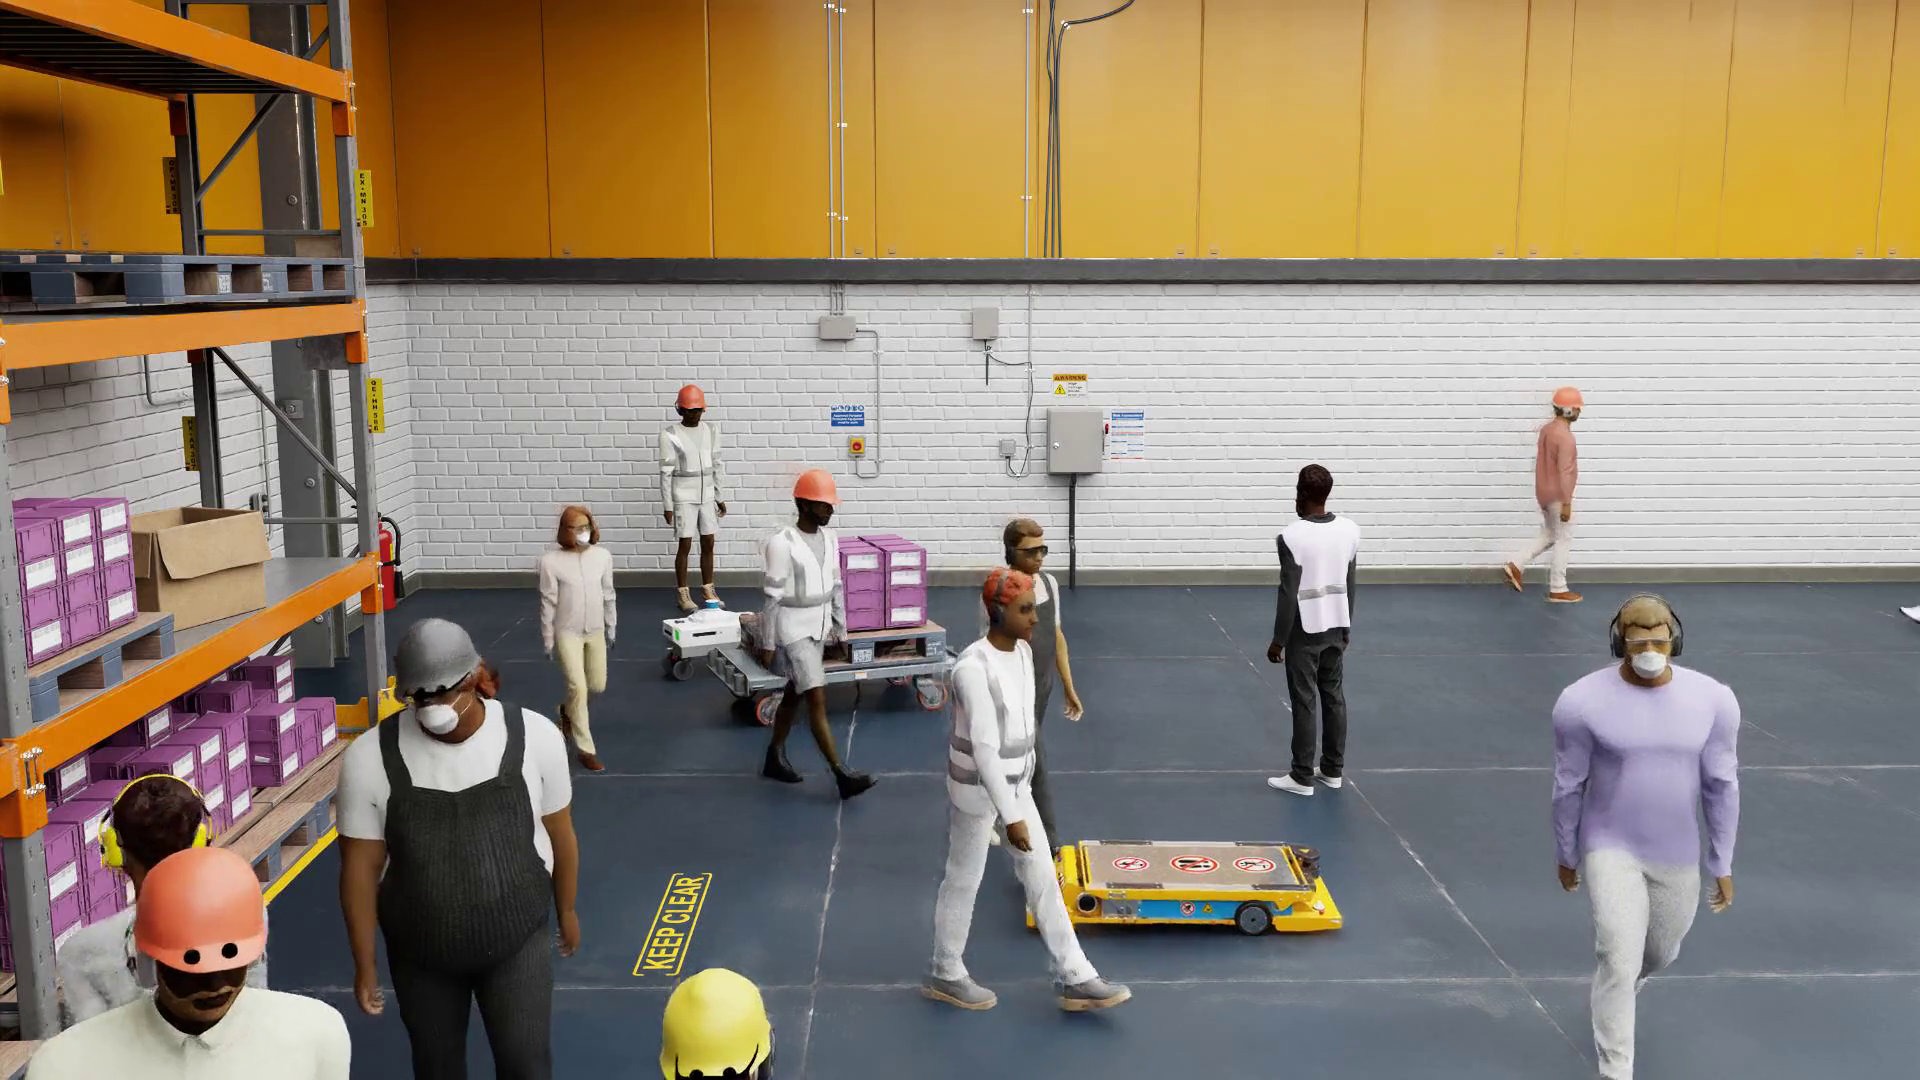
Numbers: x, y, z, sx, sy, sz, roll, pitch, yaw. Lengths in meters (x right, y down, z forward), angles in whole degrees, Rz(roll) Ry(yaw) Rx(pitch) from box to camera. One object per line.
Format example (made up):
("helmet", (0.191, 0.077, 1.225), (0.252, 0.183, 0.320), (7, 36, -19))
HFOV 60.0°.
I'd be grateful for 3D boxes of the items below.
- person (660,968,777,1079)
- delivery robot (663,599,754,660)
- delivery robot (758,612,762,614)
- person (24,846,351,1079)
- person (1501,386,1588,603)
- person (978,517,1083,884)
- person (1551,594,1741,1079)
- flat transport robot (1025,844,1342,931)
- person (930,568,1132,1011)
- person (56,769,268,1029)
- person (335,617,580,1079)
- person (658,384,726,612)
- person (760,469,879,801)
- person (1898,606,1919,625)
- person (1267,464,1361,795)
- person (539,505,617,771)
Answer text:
("person", (-0.412, 1.662, 3.167), (0.541, 1.727, 0.851), (-2, 9, -10))
("delivery robot", (-1.851, 0.689, 12.457), (0.707, 0.478, 0.477), (-5, 10, -27))
("delivery robot", (-1.202, 0.632, 12.804), (0.707, 0.478, 0.477), (-9, 13, -43))
("person", (-1.546, 1.528, 3.392), (0.620, 1.944, 1.052), (-3, 10, -20))
("person", (5.347, -0.407, 15.090), (0.609, 1.980, 0.629), (-1, 9, -4))
("person", (0.291, 0.767, 8.441), (0.938, 1.812, 0.511), (8, 12, 41))
("person", (2.463, 1.106, 6.089), (0.626, 1.901, 0.938), (1, 9, 8))
("flat transport robot", (1.026, 1.626, 7.869), (1.431, 0.197, 0.652), (0, 9, 2))
("person", (0.251, 1.039, 6.644), (0.927, 1.844, 0.577), (6, 11, 31))
("person", (-1.904, 1.475, 4.017), (0.606, 1.836, 0.555), (8, 12, 41))
("person", (-1.532, 1.190, 5.130), (0.713, 2.000, 0.827), (-3, 10, -16))
("person", (-2.352, -0.366, 14.725), (0.620, 2.028, 0.409), (-8, 12, -40))
("person", (-0.810, 0.541, 9.586), (0.998, 1.880, 0.548), (6, 11, 34))
("person", (8.416, -0.175, 14.016), (0.999, 1.866, 0.602), (0, 9, -2))
("person", (2.048, 0.521, 9.614), (0.587, 1.917, 0.390), (-6, 11, -32))
("person", (-2.364, 0.573, 10.220), (0.504, 1.617, 0.630), (-8, 12, -41))
